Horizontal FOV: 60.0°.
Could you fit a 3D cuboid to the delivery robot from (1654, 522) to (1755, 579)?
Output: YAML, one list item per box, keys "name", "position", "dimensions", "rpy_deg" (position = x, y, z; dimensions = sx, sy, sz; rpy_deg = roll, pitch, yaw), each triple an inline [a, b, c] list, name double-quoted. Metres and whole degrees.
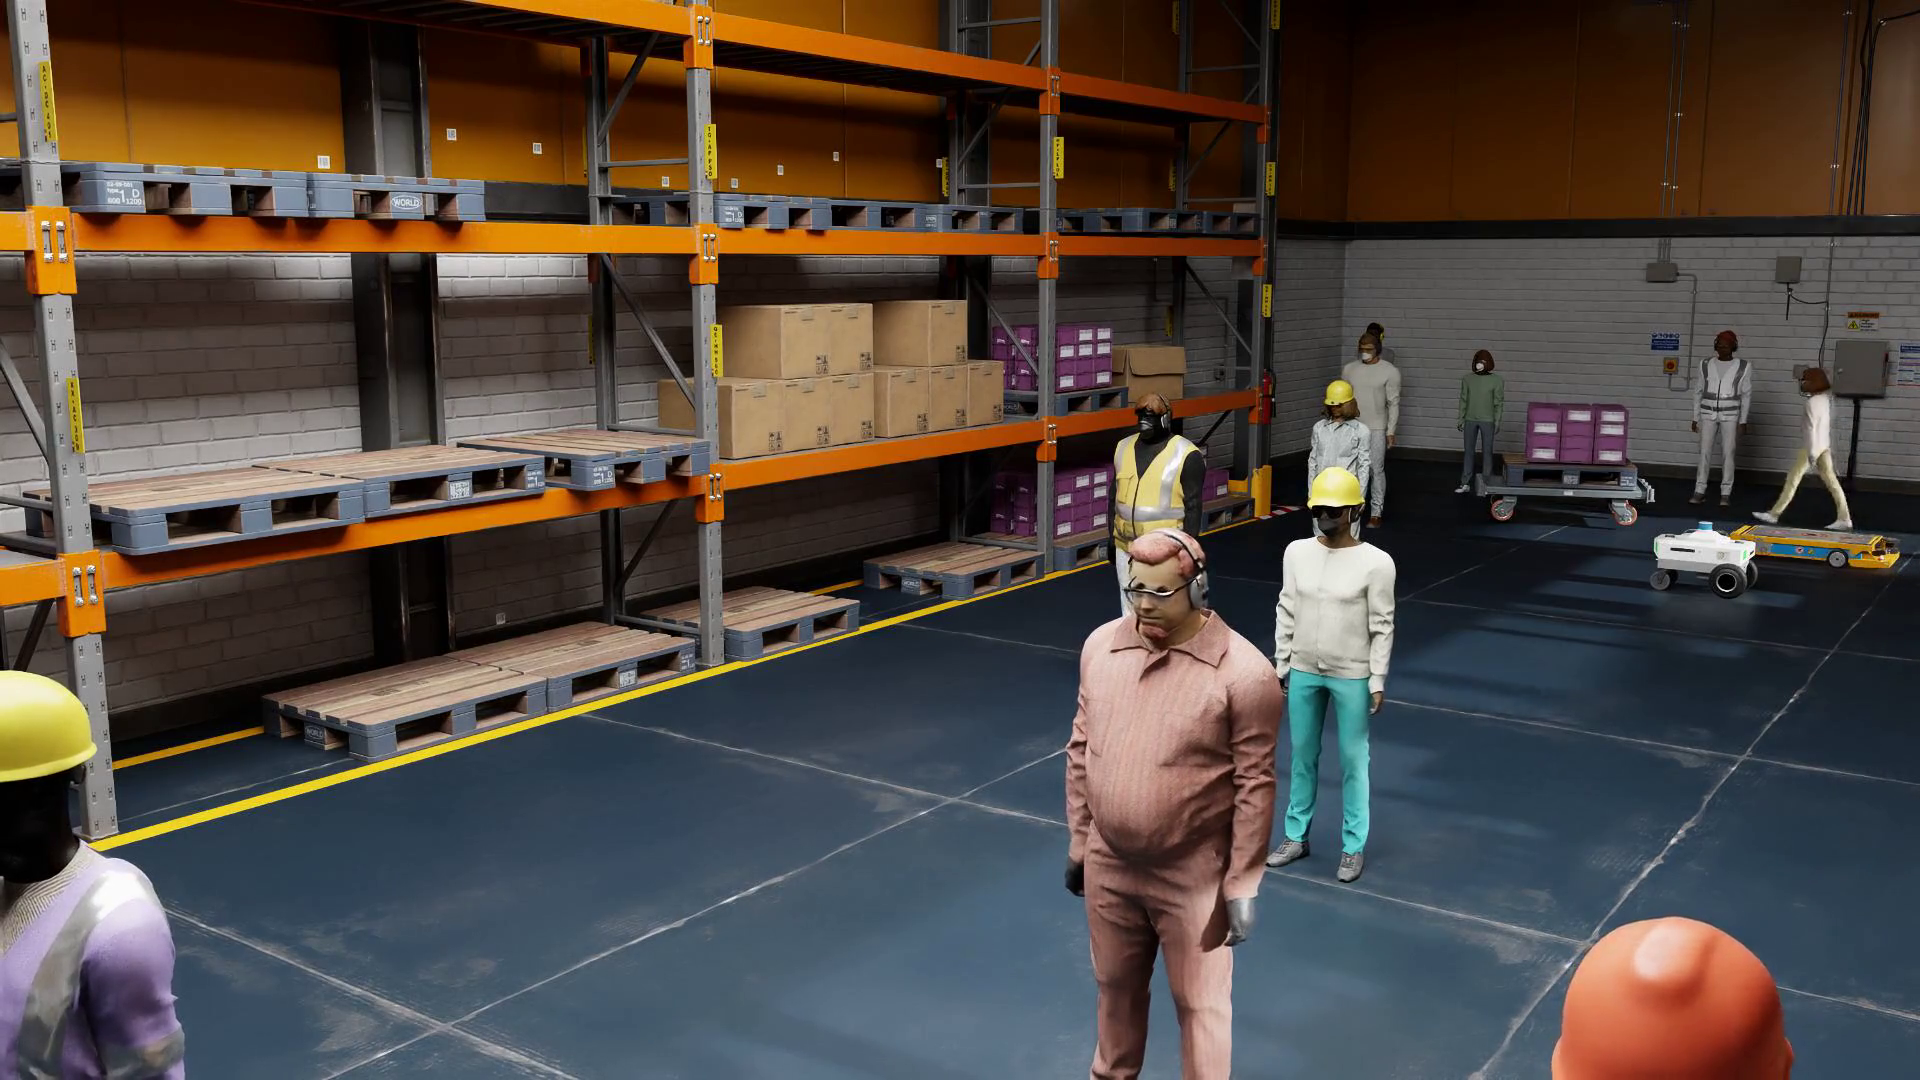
- name: "delivery robot"
  position: [5.899, 0.097, 13.198]
  dimensions: [0.707, 0.478, 0.477]
  rpy_deg: [7, 12, 35]

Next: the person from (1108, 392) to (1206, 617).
- name: "person"
  position: [1.150, 0.031, 10.047]
  dimensions: [0.623, 1.844, 0.429]
  rpy_deg: [7, 12, 35]

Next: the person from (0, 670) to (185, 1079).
- name: "person"
  position: [-1.611, 1.173, 2.993]
  dimensions: [0.584, 1.927, 0.367]
  rpy_deg: [7, 12, 35]

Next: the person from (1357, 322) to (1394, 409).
- name: "person"
  position: [5.095, -1.751, 20.577]
  dimensions: [0.510, 1.872, 0.329]
  rpy_deg: [7, 12, 35]

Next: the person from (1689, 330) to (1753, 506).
- name: "person"
  position: [8.174, -1.309, 17.892]
  dimensions: [0.573, 1.887, 0.356]
  rpy_deg: [7, 12, 35]

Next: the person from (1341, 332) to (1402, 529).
- name: "person"
  position: [4.012, -1.081, 16.400]
  dimensions: [0.628, 1.935, 0.373]
  rpy_deg: [7, 12, 35]

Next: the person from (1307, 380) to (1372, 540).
- name: "person"
  position: [2.840, -0.339, 12.564]
  dimensions: [0.484, 1.737, 0.305]
  rpy_deg: [7, 12, 35]

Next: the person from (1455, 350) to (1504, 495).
- name: "person"
  position: [5.855, -1.326, 18.745]
  dimensions: [0.497, 1.633, 0.283]
  rpy_deg: [7, 12, 35]

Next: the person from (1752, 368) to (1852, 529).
- name: "person"
  position: [8.376, -0.900, 16.356]
  dimensions: [0.503, 1.583, 0.907]
  rpy_deg: [-8, 13, -41]

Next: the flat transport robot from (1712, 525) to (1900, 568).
- name: "flat transport robot"
  position: [7.424, 0.044, 14.640]
  dimensions: [1.431, 0.197, 0.652]
  rpy_deg: [7, 12, 35]

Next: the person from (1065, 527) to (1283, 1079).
- name: "person"
  position: [0.555, 0.905, 4.670]
  dimensions: [0.639, 1.903, 0.409]
  rpy_deg: [7, 12, 35]

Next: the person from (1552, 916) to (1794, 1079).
- name: "person"
  position: [0.768, 1.349, 1.937]
  dimensions: [0.542, 1.929, 0.368]
  rpy_deg: [7, 12, 35]

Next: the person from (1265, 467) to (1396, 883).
- name: "person"
  position: [1.575, 0.567, 7.083]
  dimensions: [0.522, 1.768, 0.312]
  rpy_deg: [7, 12, 35]
